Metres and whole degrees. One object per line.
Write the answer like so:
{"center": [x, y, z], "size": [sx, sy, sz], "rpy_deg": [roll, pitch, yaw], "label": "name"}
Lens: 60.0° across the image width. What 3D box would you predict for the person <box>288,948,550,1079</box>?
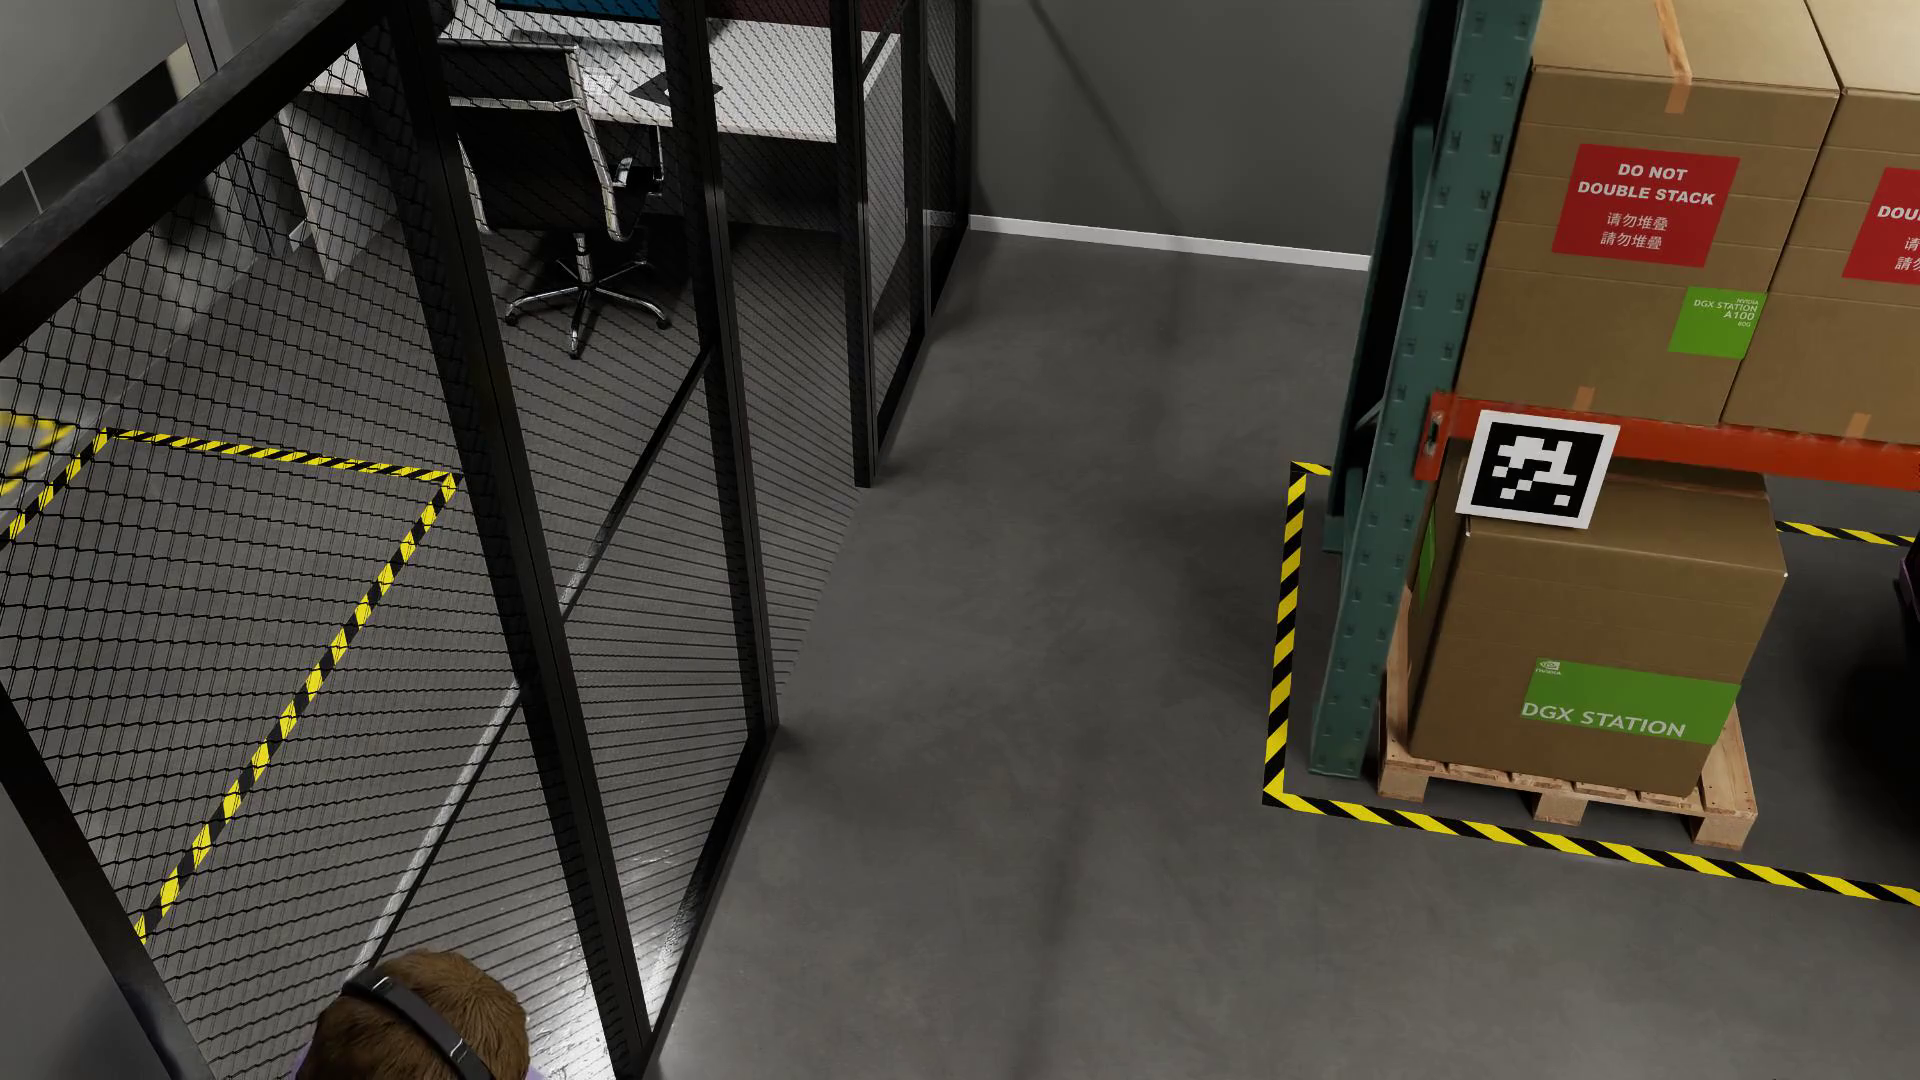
{"center": [-0.524, 1.152, 2.172], "size": [0.632, 1.940, 0.372], "rpy_deg": [19, 44, 20], "label": "person"}
